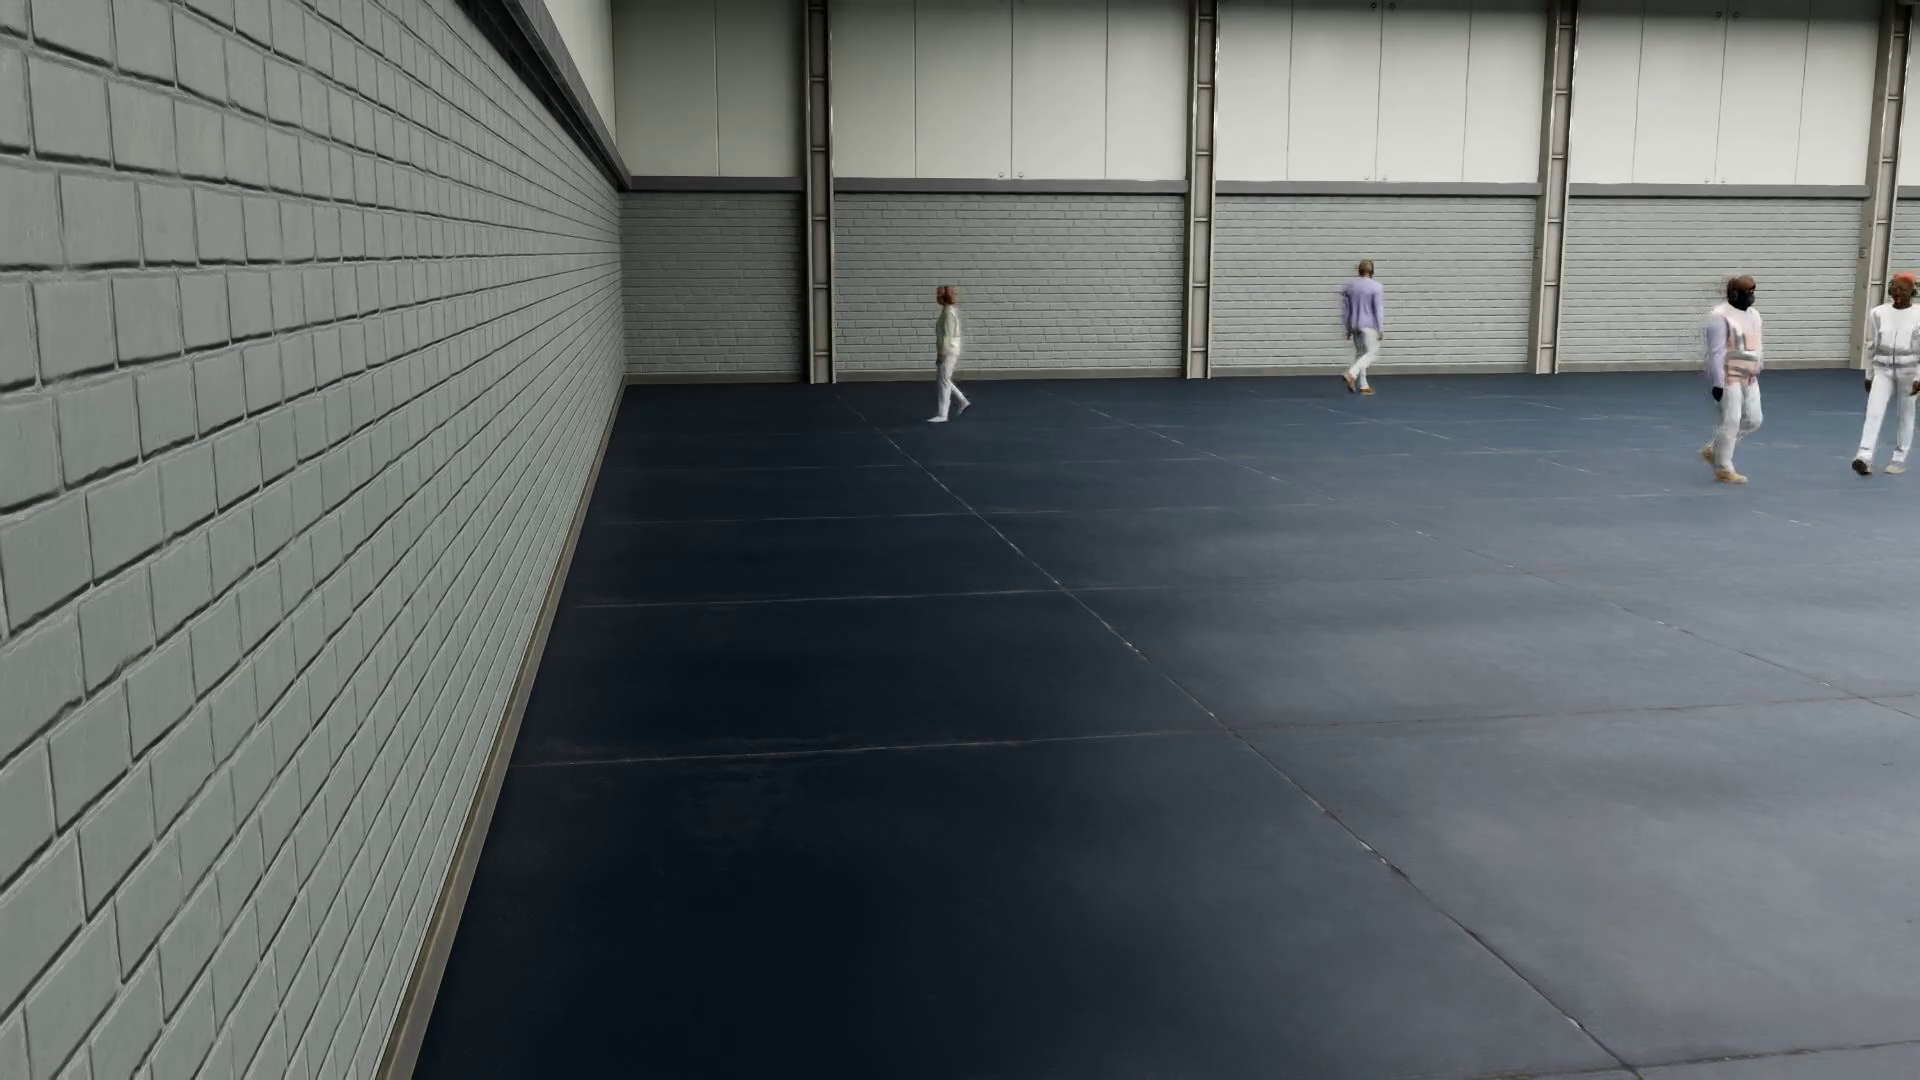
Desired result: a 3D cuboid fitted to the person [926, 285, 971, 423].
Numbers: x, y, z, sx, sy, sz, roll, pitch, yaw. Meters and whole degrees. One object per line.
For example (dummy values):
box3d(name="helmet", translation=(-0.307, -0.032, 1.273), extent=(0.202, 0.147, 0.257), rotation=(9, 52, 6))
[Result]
box3d(name="person", translation=(-0.151, -2.194, 19.663), extent=(0.470, 1.628, 0.539), rotation=(-1, 10, -3))

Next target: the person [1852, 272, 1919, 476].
box3d(name="person", translation=(8.360, -1.467, 14.891), extent=(0.579, 1.827, 0.988), rotation=(9, 13, 42))

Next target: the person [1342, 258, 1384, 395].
box3d(name="person", translation=(5.609, -2.966, 23.243), extent=(0.665, 1.924, 0.647), rotation=(-7, 12, -34))

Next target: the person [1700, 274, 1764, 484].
box3d(name="person", translation=(6.780, -1.406, 14.565), extent=(0.643, 1.821, 0.449), rotation=(-7, 12, -34))
